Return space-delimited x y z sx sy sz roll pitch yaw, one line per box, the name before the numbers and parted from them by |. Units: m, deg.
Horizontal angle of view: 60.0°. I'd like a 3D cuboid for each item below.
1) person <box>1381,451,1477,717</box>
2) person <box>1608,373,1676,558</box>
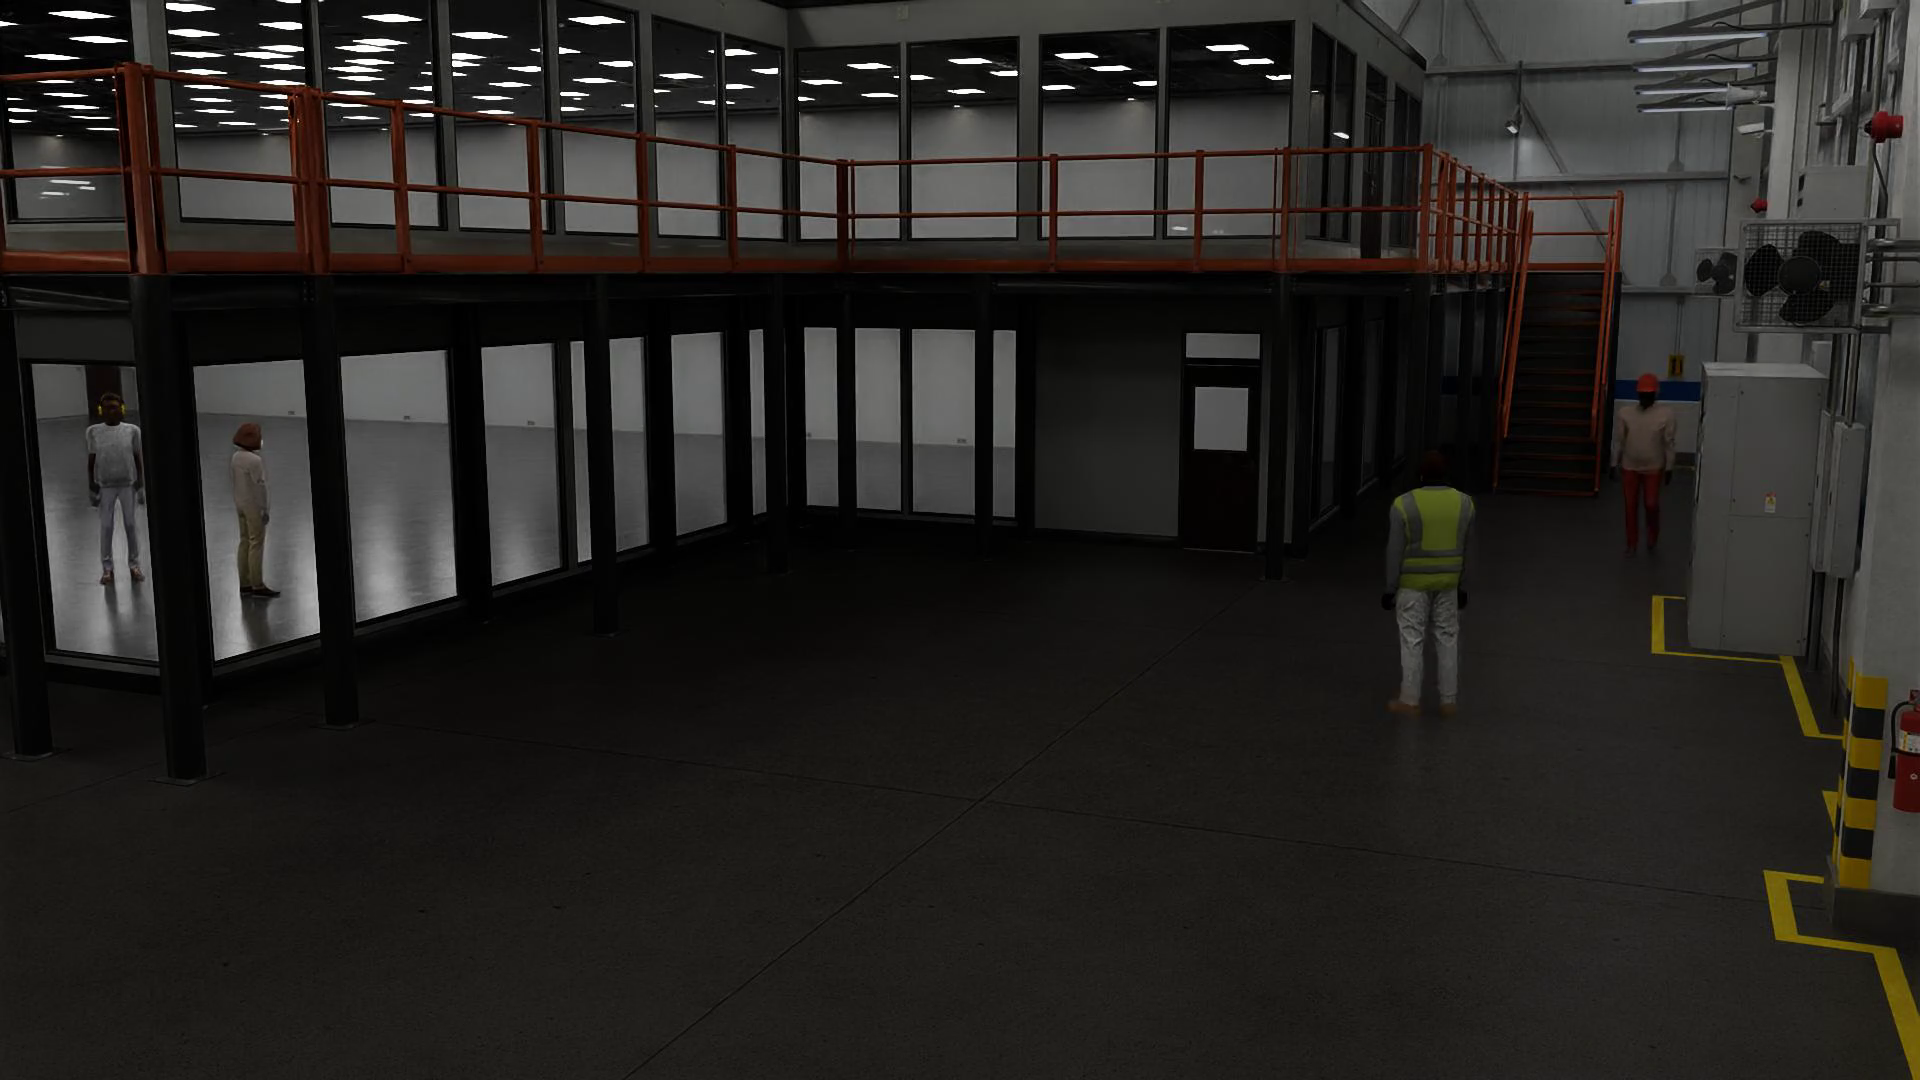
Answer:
person | 3.213 0.308 11.424 0.669 1.836 0.429 -2 9 -10
person | 7.230 -0.779 17.663 0.638 1.977 0.481 6 11 34
